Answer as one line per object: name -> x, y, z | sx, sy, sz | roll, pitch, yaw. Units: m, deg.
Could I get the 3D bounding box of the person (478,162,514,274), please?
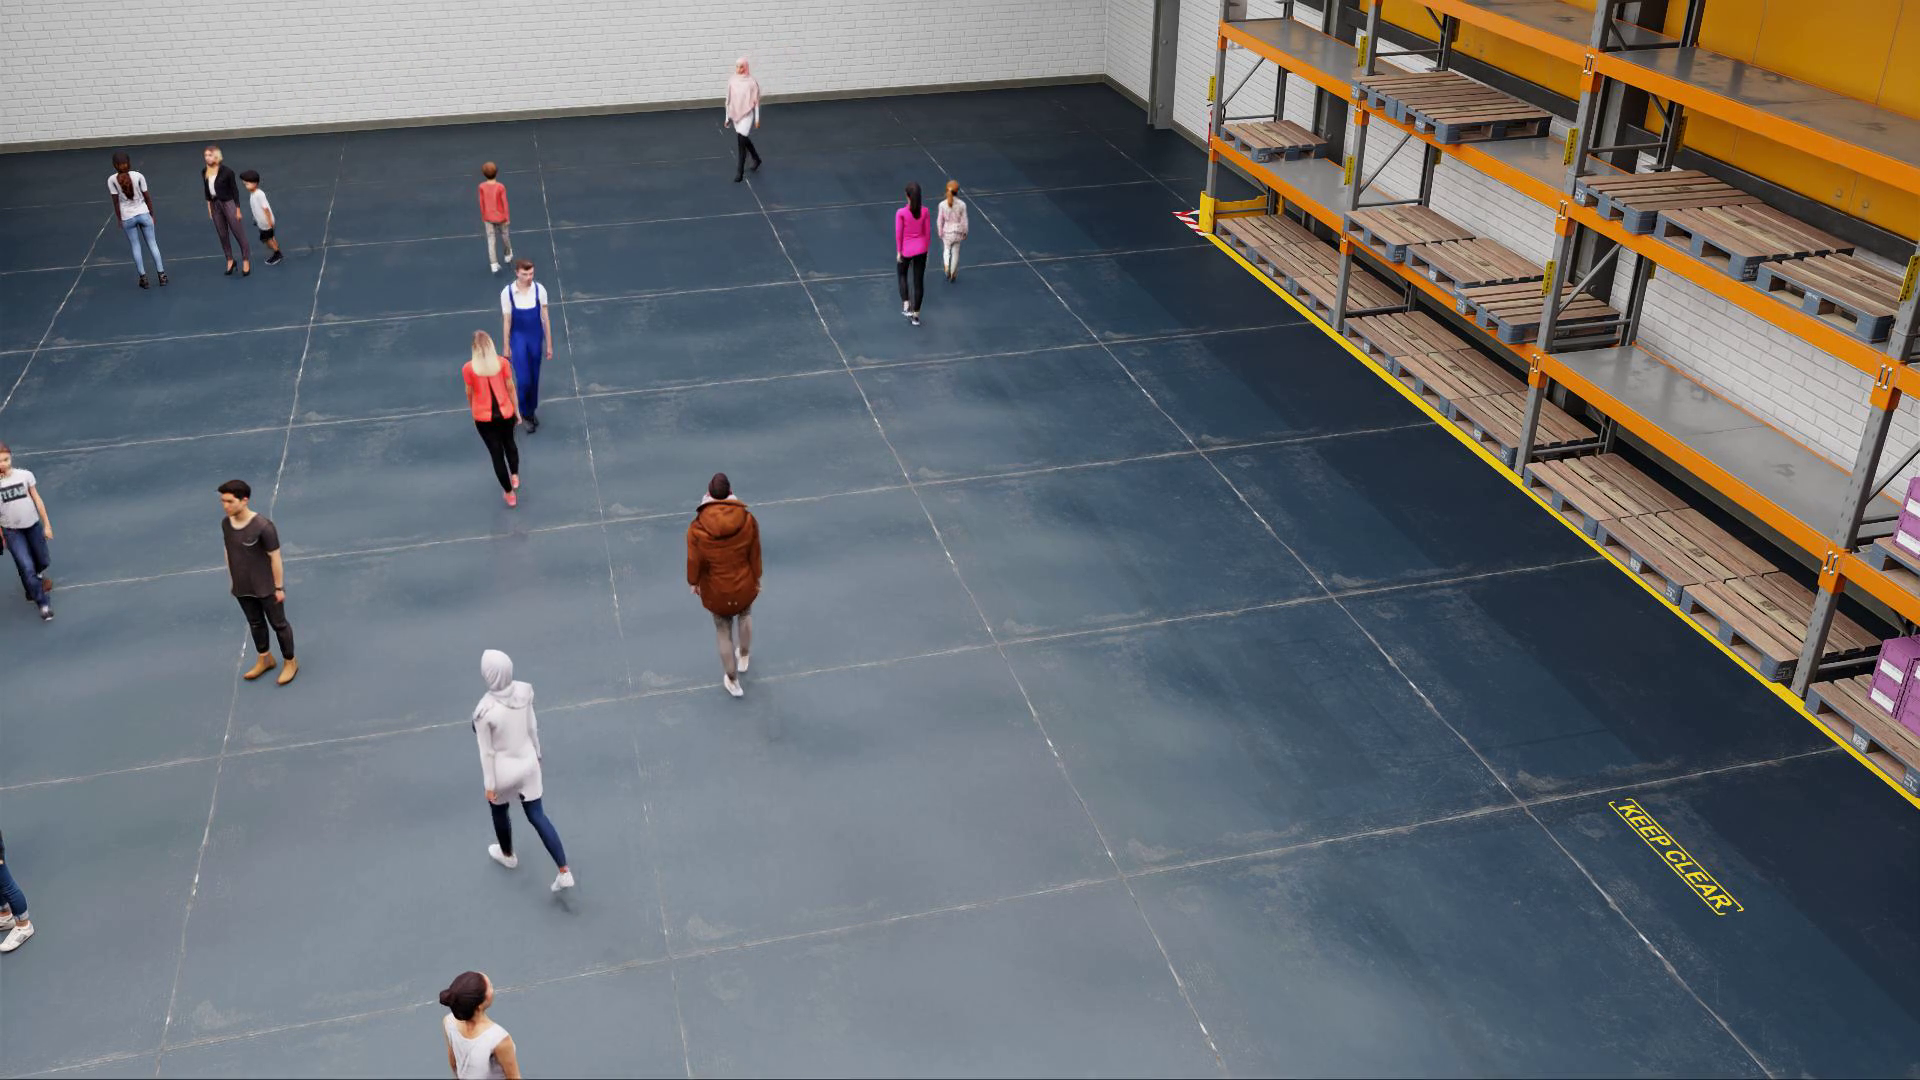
person -> -5.959, -4.099, 21.253 | 0.659, 1.383, 0.974 | -1, 29, -1

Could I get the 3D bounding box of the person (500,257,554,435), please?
person -> -4.449, -2.049, 17.035 | 0.762, 1.824, 0.822 | -14, 32, -24

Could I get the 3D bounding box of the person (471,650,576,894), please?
person -> -2.795, 1.510, 10.593 | 1.203, 1.744, 1.026 | 23, 36, 36

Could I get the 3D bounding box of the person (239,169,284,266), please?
person -> -8.977, -4.204, 21.590 | 0.582, 1.245, 0.659 | 24, 37, 37

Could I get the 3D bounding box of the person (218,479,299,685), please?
person -> -5.428, 0.300, 12.840 | 0.708, 1.717, 0.724 | 8, 30, 15

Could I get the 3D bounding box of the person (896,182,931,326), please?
person -> -0.532, -3.342, 19.553 | 0.590, 1.682, 0.656 | -6, 29, -11

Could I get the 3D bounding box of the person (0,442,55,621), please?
person -> -7.797, -0.124, 13.799 | 0.757, 1.542, 0.995 | -19, 34, -31

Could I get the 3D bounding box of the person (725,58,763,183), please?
person -> -3.217, -6.307, 24.910 | 1.124, 1.758, 1.262 | 12, 31, 20

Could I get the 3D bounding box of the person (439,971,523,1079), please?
person -> -2.367, 2.807, 8.358 | 0.648, 1.608, 0.690 | 12, 31, 21

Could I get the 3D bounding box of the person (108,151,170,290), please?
person -> -10.259, -3.998, 20.717 | 0.632, 1.719, 0.600 | -15, 32, -25

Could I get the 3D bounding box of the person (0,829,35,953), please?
person -> -6.028, 1.855, 10.232 | 0.638, 1.483, 0.699 | 16, 32, 26

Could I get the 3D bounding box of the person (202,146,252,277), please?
person -> -9.305, -4.174, 21.090 | 0.680, 1.670, 0.677 | 5, 29, 8

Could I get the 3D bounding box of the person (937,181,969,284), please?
person -> -0.101, -3.855, 20.892 | 0.613, 1.300, 0.638 | 4, 29, 7

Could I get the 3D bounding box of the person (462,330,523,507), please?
person -> -4.301, -1.100, 15.455 | 0.711, 1.671, 0.855 | -13, 31, -23

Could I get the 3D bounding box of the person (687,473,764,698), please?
person -> -1.730, 0.380, 12.582 | 0.763, 1.822, 0.867 | -11, 30, -19
